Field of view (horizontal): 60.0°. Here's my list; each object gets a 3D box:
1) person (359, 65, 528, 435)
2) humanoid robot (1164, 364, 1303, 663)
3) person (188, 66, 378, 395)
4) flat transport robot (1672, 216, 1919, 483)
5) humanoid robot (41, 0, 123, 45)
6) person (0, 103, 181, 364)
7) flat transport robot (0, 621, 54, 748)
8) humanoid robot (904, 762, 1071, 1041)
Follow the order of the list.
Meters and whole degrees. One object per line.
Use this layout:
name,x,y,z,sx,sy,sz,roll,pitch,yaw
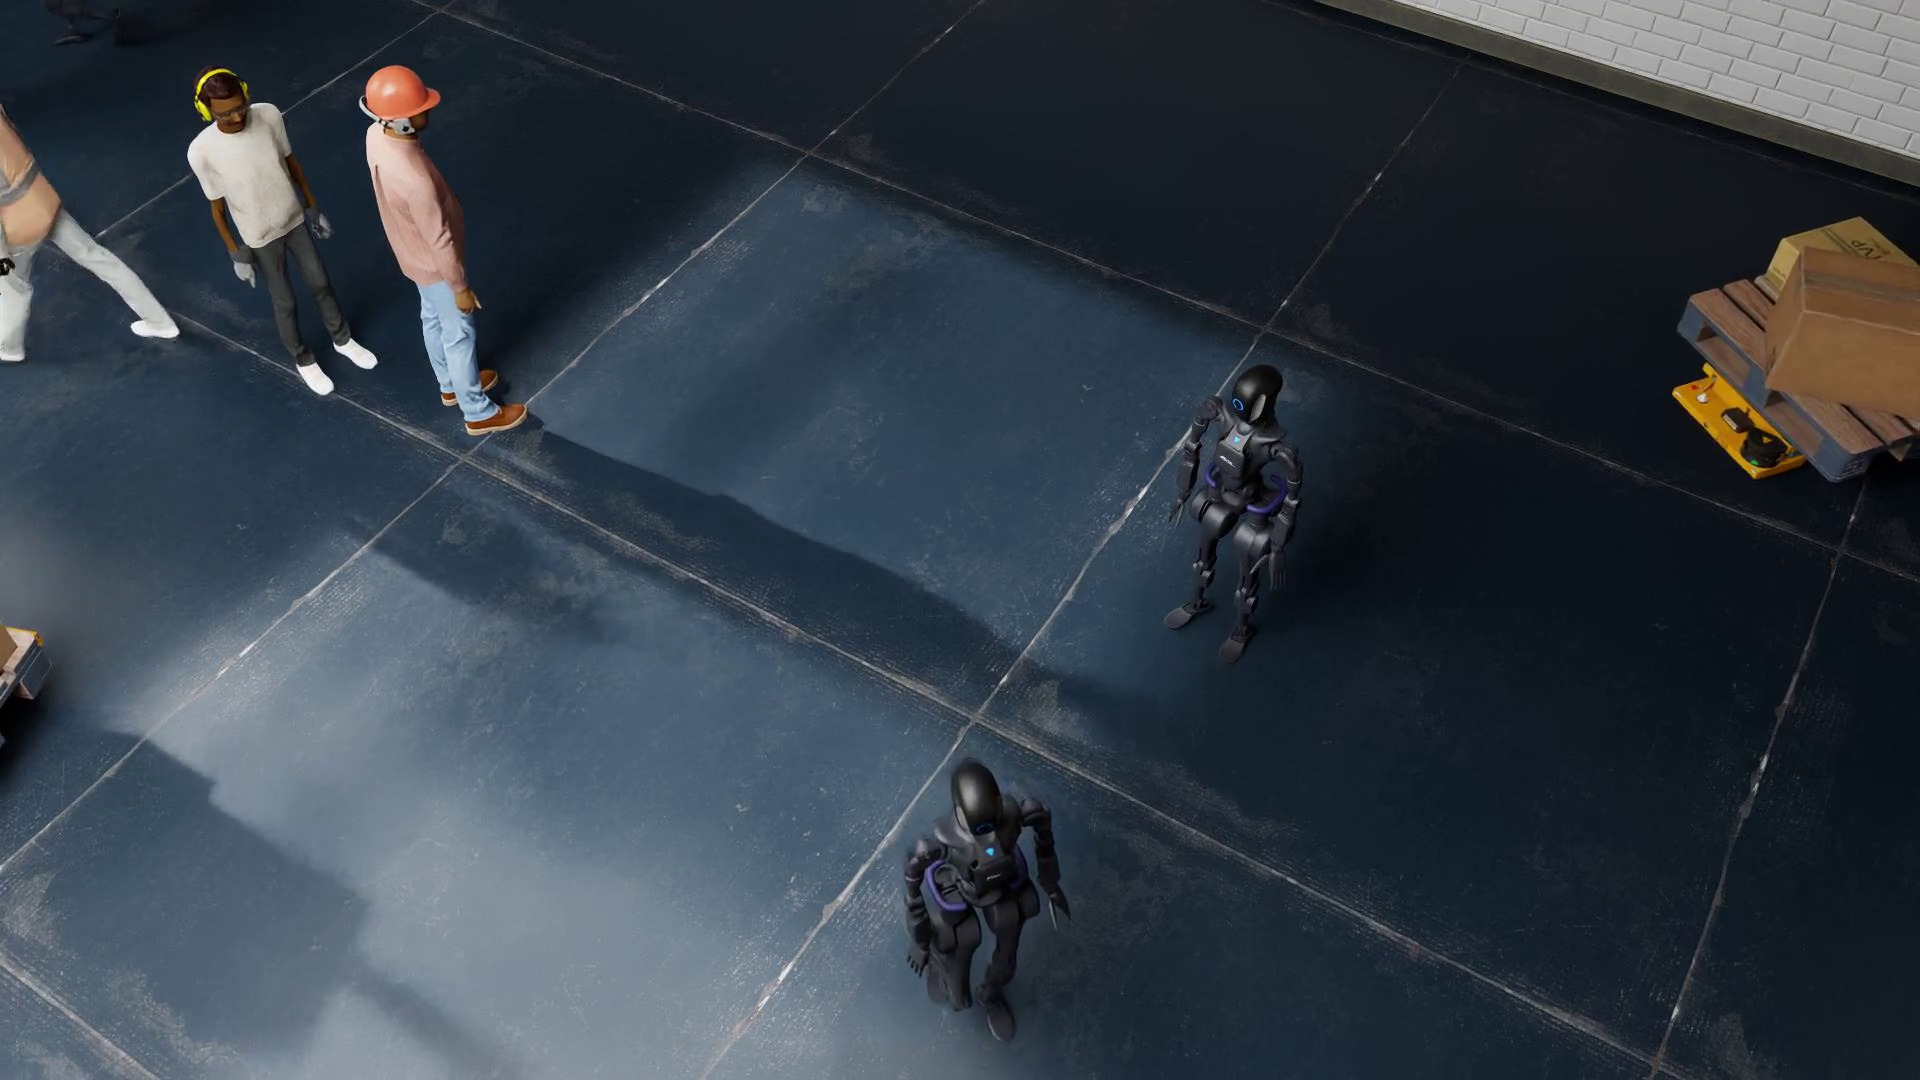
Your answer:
person,-2.460,-1.347,7.848,0.394,1.992,0.616,-28,54,-22
humanoid robot,1.160,-0.104,6.962,0.599,1.657,0.315,35,57,27
person,-3.306,-1.489,8.067,0.345,1.856,0.520,30,55,24
flat transport robot,4.445,-0.764,8.483,1.431,0.231,0.659,-17,51,-14
humanoid robot,-5.627,-3.764,10.169,0.509,1.638,0.601,-15,51,-13
person,-4.685,-1.605,8.187,1.104,1.818,0.597,-1,49,0
flat transport robot,-4.586,0.895,7.034,0.659,0.231,1.431,8,49,7
humanoid robot,0.080,1.246,5.795,0.612,1.648,0.377,-19,51,-16
